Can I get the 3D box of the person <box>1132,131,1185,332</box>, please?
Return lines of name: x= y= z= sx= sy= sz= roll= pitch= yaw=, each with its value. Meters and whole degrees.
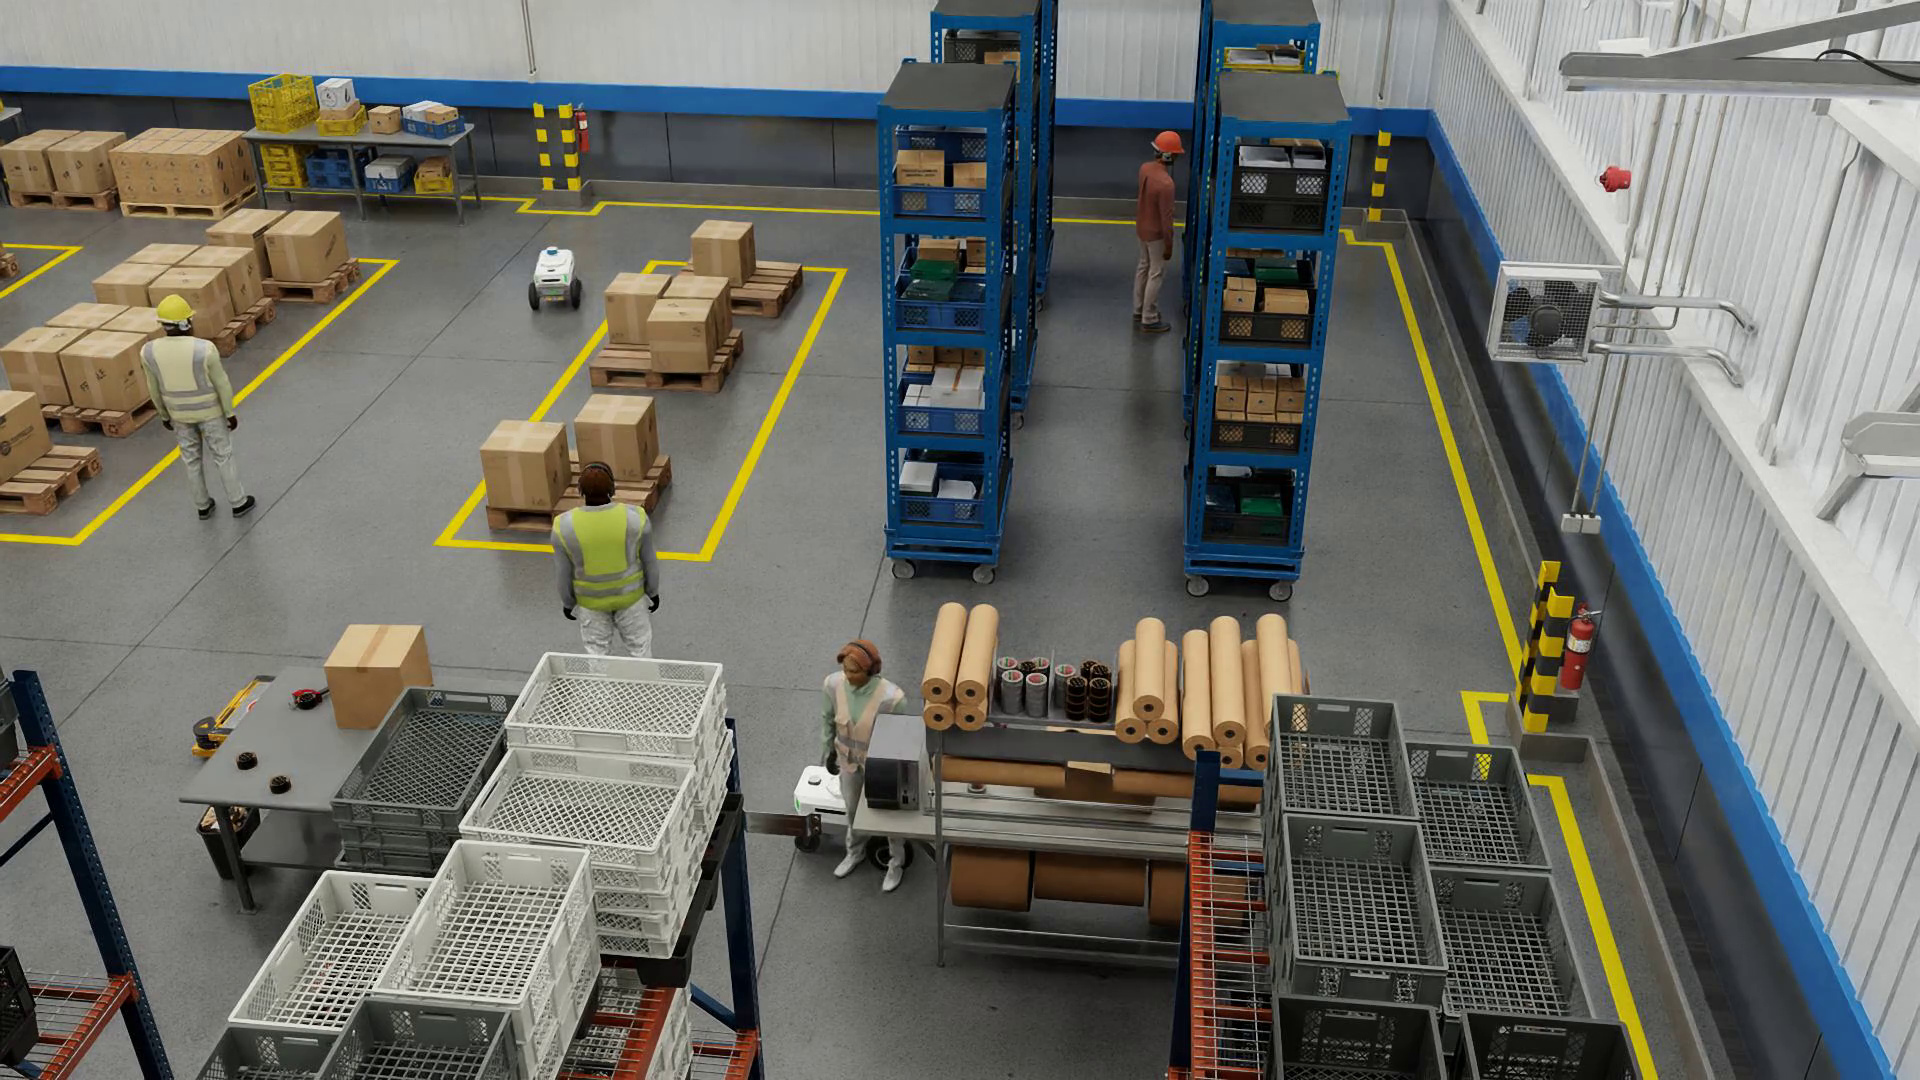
person: x=1.911 y=-2.974 z=16.074 sx=0.411 sy=1.980 sz=0.626 roll=-10 pitch=32 yaw=-17

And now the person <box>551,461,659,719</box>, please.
person: x=-2.210 y=0.341 z=10.510 sx=0.632 sy=1.842 sz=0.429 roll=-7 pitch=31 yaw=-12

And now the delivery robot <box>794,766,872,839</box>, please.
delivery robot: x=-0.594 y=1.514 z=9.675 sx=0.707 sy=0.478 sz=0.477 roll=6 pitch=31 yaw=10

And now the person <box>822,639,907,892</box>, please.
person: x=-0.509 y=1.233 z=9.187 sx=0.522 sy=1.632 sz=0.319 roll=13 pitch=33 yaw=21

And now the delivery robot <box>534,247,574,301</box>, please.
delivery robot: x=-4.151 y=-2.755 z=17.009 sx=0.477 sy=0.478 sz=0.707 roll=-4 pitch=31 yaw=-7

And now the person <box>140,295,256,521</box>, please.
person: x=-5.893 y=-1.011 z=12.845 sx=0.592 sy=1.828 sz=0.404 roll=-1 pitch=30 yaw=-2
